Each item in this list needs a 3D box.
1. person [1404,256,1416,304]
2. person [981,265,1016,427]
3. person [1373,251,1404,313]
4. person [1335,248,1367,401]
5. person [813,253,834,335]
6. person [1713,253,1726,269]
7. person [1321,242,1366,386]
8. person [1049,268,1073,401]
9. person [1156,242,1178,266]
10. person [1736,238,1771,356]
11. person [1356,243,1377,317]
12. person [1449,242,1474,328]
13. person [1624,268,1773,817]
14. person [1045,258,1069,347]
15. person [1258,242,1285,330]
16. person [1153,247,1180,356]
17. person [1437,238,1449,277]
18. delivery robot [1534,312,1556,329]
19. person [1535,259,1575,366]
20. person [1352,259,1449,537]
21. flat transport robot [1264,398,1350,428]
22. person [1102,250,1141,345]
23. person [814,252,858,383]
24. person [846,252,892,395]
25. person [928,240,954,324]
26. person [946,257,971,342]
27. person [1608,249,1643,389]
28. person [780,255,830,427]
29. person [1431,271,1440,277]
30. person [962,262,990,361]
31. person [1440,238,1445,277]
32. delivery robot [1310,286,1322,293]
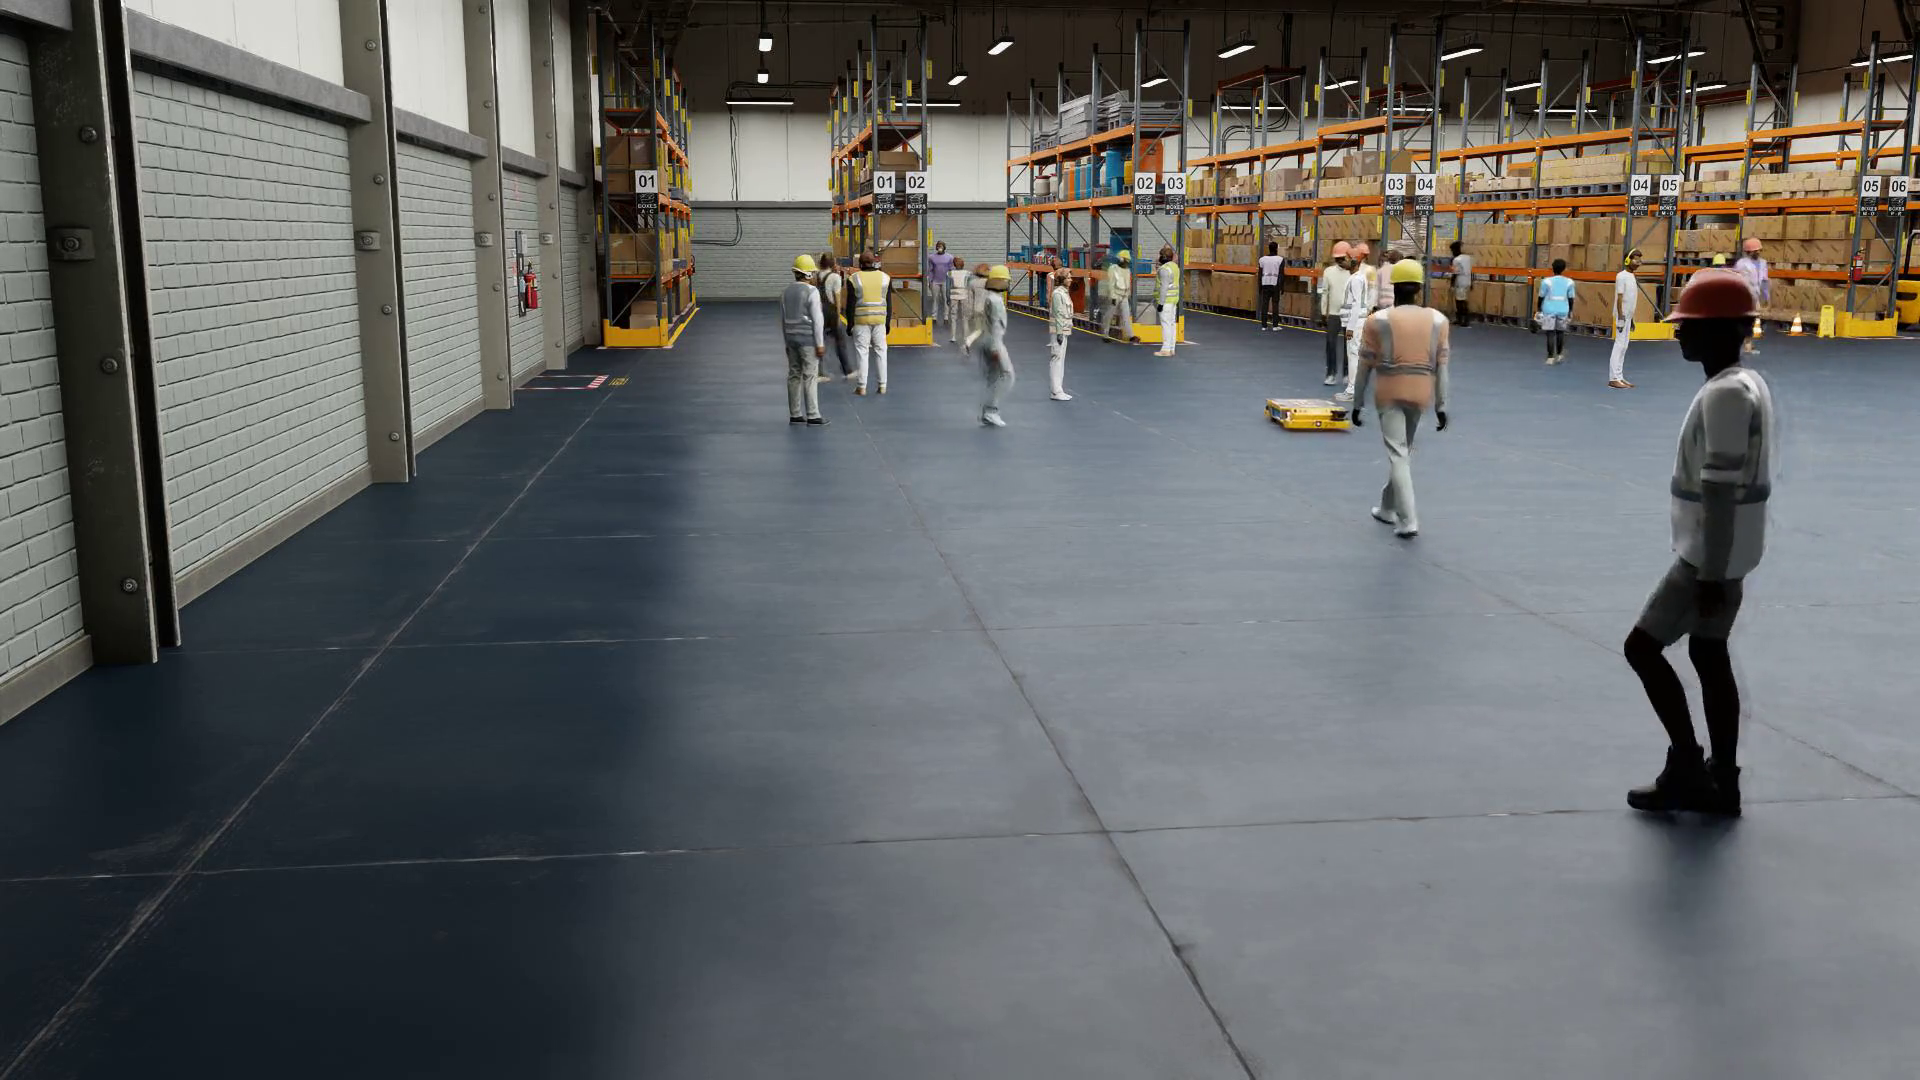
[{"bbox_3d":[7.903,-4.169,29.392,0.316,1.695,0.541,-1,10,-6],"label":"person"},{"bbox_3d":[0.398,-2.060,17.744,0.423,1.720,0.499,0,10,-2],"label":"person"},{"bbox_3d":[7.393,-4.035,28.457,0.972,1.788,0.627,-9,14,-41],"label":"person"},{"bbox_3d":[4.852,-2.655,20.581,0.355,1.883,0.575,2,11,13],"label":"person"},{"bbox_3d":[-2.861,-5.138,34.717,0.519,1.687,0.947,-4,11,-19],"label":"person"},{"bbox_3d":[12.599,-3.890,27.723,0.535,1.757,0.501,5,11,24],"label":"person"},{"bbox_3d":[5.217,-3.070,22.643,0.648,1.943,0.837,4,11,22],"label":"person"},{"bbox_3d":[1.260,-2.560,20.722,0.311,1.642,0.513,2,11,11],"label":"person"},{"bbox_3d":[5.341,-6.683,42.649,0.672,1.887,0.455,-1,10,-3],"label":"person"},{"bbox_3d":[13.509,-4.153,28.446,0.647,2.013,0.489,-5,12,-26],"label":"person"},{"bbox_3d":[6.464,-3.826,26.911,0.547,1.920,0.431,5,12,28],"label":"person"},{"bbox_3d":[11.124,-5.689,37.109,0.678,1.918,0.755,-10,14,-44],"label":"person"},{"bbox_3d":[2.549,0.027,5.778,0.510,1.915,0.565,6,12,31],"label":"person"},{"bbox_3d":[1.798,-4.384,30.735,0.512,1.637,0.309,-7,12,-32],"label":"person"},{"bbox_3d":[6.768,-5.520,36.207,0.590,1.913,0.396,6,12,31],"label":"person"},{"bbox_3d":[3.509,-4.051,28.351,0.430,1.845,0.624,5,12,27],"label":"person"},{"bbox_3d":[13.775,-7.698,47.932,0.613,1.978,1.079,-4,11,-23],"label":"person"},{"bbox_3d":[12.277,-4.606,34.661,0.477,0.478,0.707,-2,10,-9],"label":"delivery robot"},{"bbox_3d":[9.397,-3.597,26.326,0.552,1.673,0.674,0,10,2],"label":"person"},{"bbox_3d":[3.022,-0.980,11.423,0.604,1.877,0.984,-1,10,-6],"label":"person"},{"bbox_3d":[3.745,-1.382,18.026,0.652,0.197,1.431,0,10,1],"label":"flat transport robot"},{"bbox_3d":[3.022,-4.562,31.341,0.607,1.764,0.971,-7,12,-33],"label":"person"},{"bbox_3d":[-1.759,-3.107,23.258,0.542,1.807,0.880,7,13,34],"label":"person"},{"bbox_3d":[-1.180,-2.792,21.467,0.619,1.838,0.430,-4,11,-21],"label":"person"},{"bbox_3d":[-0.441,-5.983,38.672,0.627,1.940,0.375,1,10,8],"label":"person"},{"bbox_3d":[-0.021,-4.642,32.130,0.514,1.645,0.309,-1,10,-3],"label":"person"},{"bbox_3d":[8.970,-2.975,22.389,0.328,1.865,0.520,8,13,37],"label":"person"},{"bbox_3d":[-1.665,-2.134,17.860,0.590,1.835,0.404,10,14,43],"label":"person"},{"bbox_3d":[13.565,-7.528,47.525,0.885,1.801,0.591,10,14,43],"label":"person"},{"bbox_3d":[0.325,-3.708,27.091,0.504,1.618,0.565,9,14,41],"label":"person"},{"bbox_3d":[14.742,-8.289,51.034,0.999,2.000,0.698,2,11,12],"label":"person"},{"bbox_3d":[10.726,-7.277,49.290,0.707,0.478,0.477,-3,11,-17],"label":"delivery robot"}]
